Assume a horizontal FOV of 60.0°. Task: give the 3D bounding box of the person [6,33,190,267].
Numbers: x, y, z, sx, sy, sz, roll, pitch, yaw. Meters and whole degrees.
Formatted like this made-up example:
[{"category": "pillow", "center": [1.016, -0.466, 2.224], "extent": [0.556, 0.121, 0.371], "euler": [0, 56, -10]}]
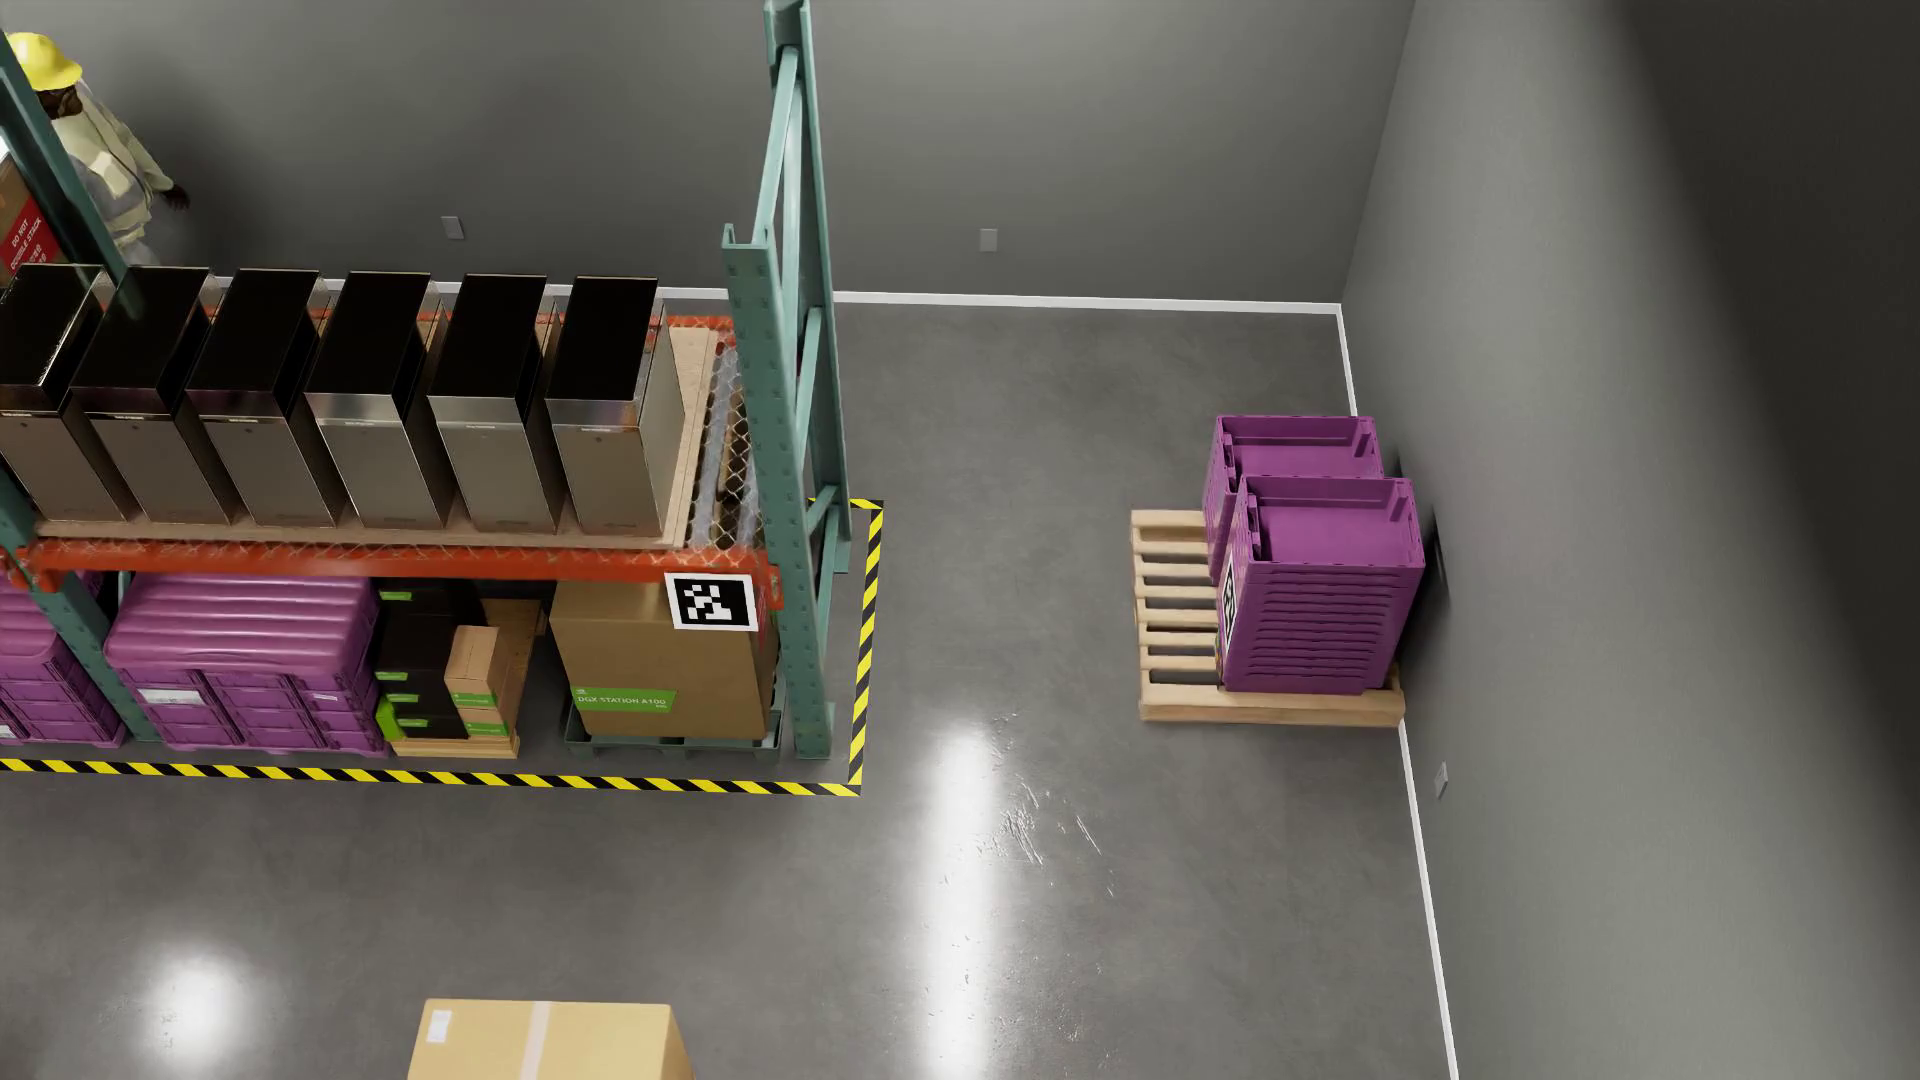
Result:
[{"category": "person", "center": [-3.405, -1.321, 6.827], "extent": [0.915, 1.785, 0.593], "euler": [-4, 52, -3]}]
